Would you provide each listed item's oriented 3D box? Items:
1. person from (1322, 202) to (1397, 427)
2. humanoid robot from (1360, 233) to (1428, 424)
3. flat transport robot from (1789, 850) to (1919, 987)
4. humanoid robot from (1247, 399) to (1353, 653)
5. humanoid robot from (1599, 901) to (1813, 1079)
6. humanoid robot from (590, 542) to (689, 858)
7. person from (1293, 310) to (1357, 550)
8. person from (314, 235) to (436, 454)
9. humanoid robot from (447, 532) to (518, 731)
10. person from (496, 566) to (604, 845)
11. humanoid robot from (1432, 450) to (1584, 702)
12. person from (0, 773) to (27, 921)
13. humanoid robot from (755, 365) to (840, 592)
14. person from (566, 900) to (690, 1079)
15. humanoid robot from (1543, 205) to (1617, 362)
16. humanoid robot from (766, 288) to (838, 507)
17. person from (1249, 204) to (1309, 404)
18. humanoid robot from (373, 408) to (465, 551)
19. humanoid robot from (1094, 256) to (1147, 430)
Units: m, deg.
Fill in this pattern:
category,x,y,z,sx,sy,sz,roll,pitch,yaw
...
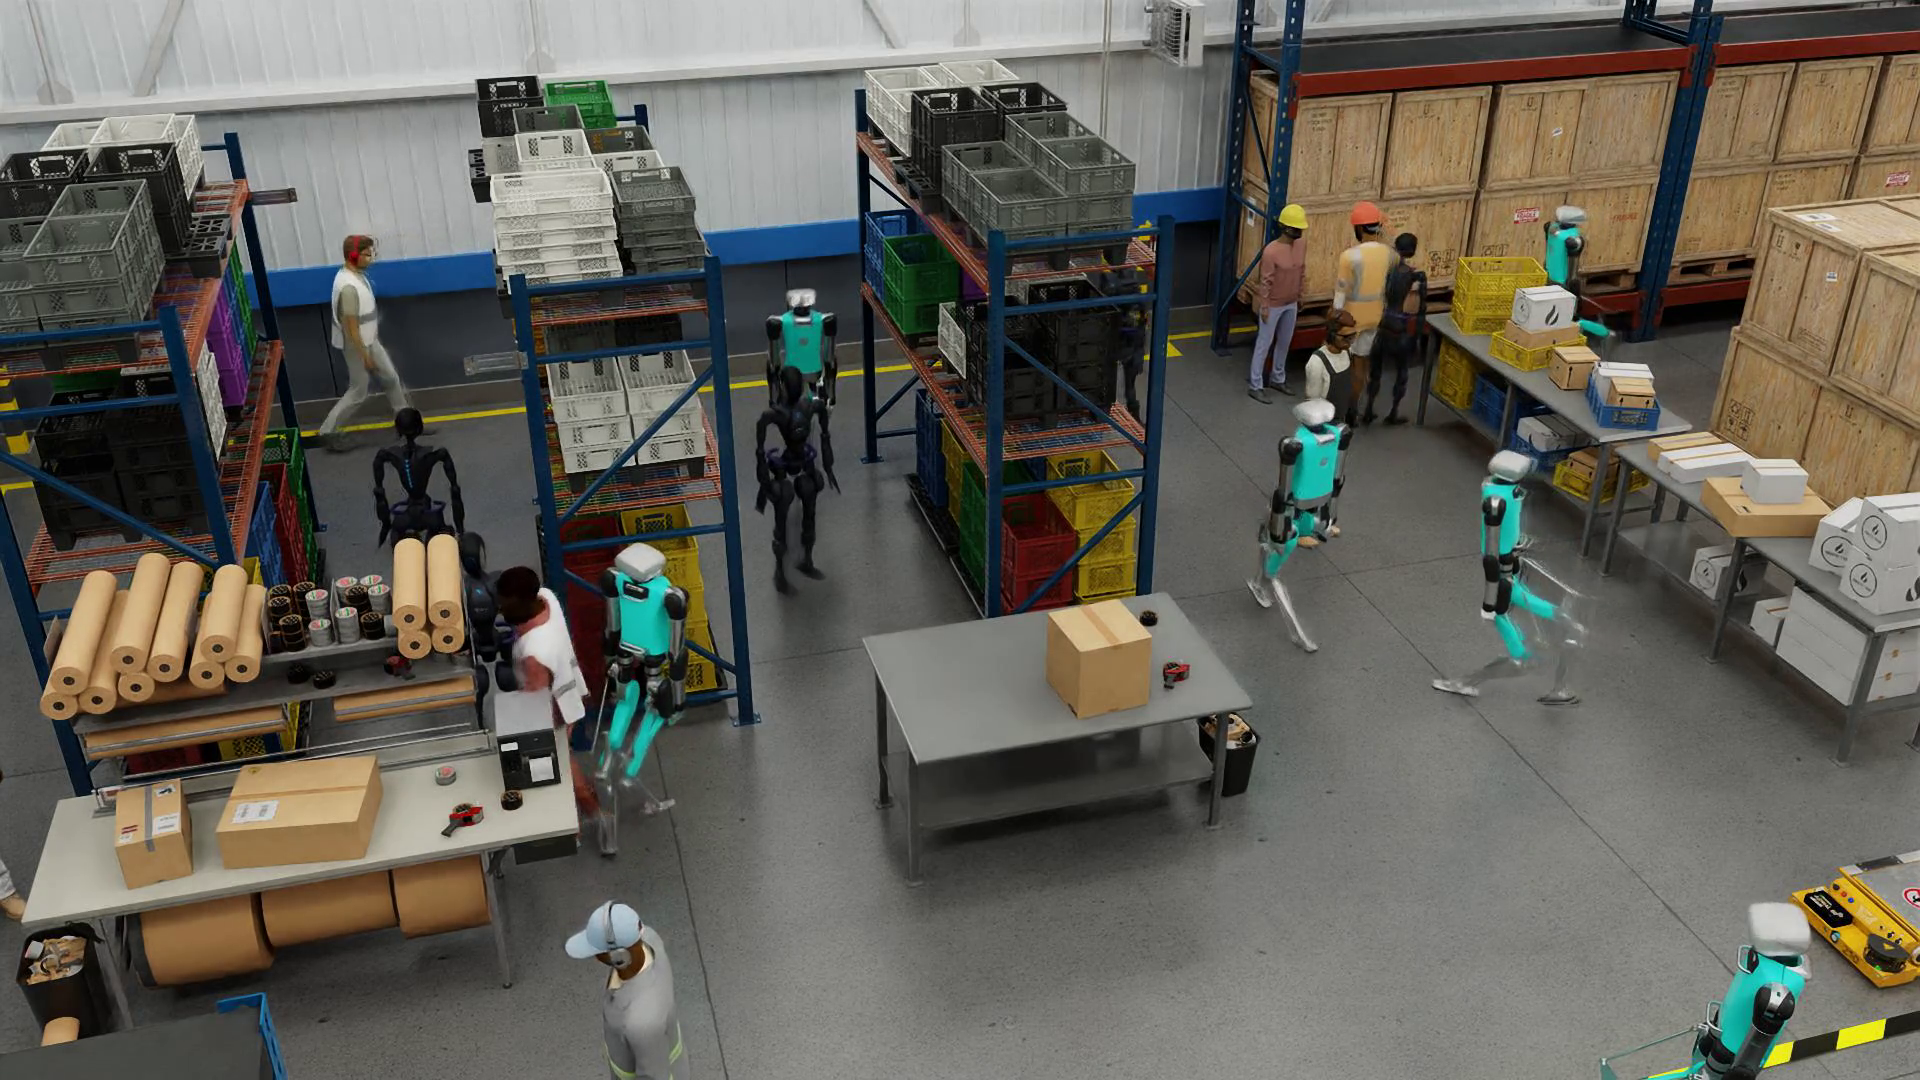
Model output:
category,x,y,z,sx,sy,sz,roll,pitch,yaw
person,3.294,-1.859,13.836,0.569,1.909,0.433,-11,31,-19
humanoid robot,3.593,-1.754,13.899,0.609,1.650,0.356,23,36,36
flat transport robot,5.163,1.916,8.676,1.431,0.231,0.659,-8,30,-14
humanoid robot,2.127,-0.192,11.038,0.530,1.785,1.012,-14,32,-24
humanoid robot,2.862,2.097,6.678,0.735,1.681,0.533,12,31,21
humanoid robot,-1.823,0.964,8.954,0.569,1.829,0.808,13,31,22
person,2.628,-0.804,12.005,0.332,1.836,0.504,23,36,36
person,-4.844,-1.588,13.486,0.941,1.781,0.647,-4,29,-7
humanoid robot,-2.643,0.700,9.421,0.597,1.657,0.326,-9,30,-16
person,-2.198,0.915,8.821,0.457,1.890,0.659,-4,29,-7
humanoid robot,3.503,0.347,10.069,1.039,1.771,0.552,15,32,25
person,-5.122,1.217,8.315,0.429,1.844,0.622,20,35,32
humanoid robot,-1.143,-0.444,11.508,0.611,1.660,0.337,-15,32,-26
person,-1.274,2.155,6.602,0.403,1.847,0.587,-6,29,-11
humanoid robot,5.467,-2.041,14.389,0.999,1.769,0.537,-4,29,-8
humanoid robot,-1.250,-1.202,12.844,0.549,1.778,0.928,-6,29,-11
person,2.781,-2.038,14.326,0.528,1.760,0.336,-19,34,-31
humanoid robot,-3.547,-0.114,10.943,0.600,1.625,0.755,-2,29,-3
humanoid robot,1.340,-1.643,13.680,0.385,1.639,0.601,-23,36,-35
